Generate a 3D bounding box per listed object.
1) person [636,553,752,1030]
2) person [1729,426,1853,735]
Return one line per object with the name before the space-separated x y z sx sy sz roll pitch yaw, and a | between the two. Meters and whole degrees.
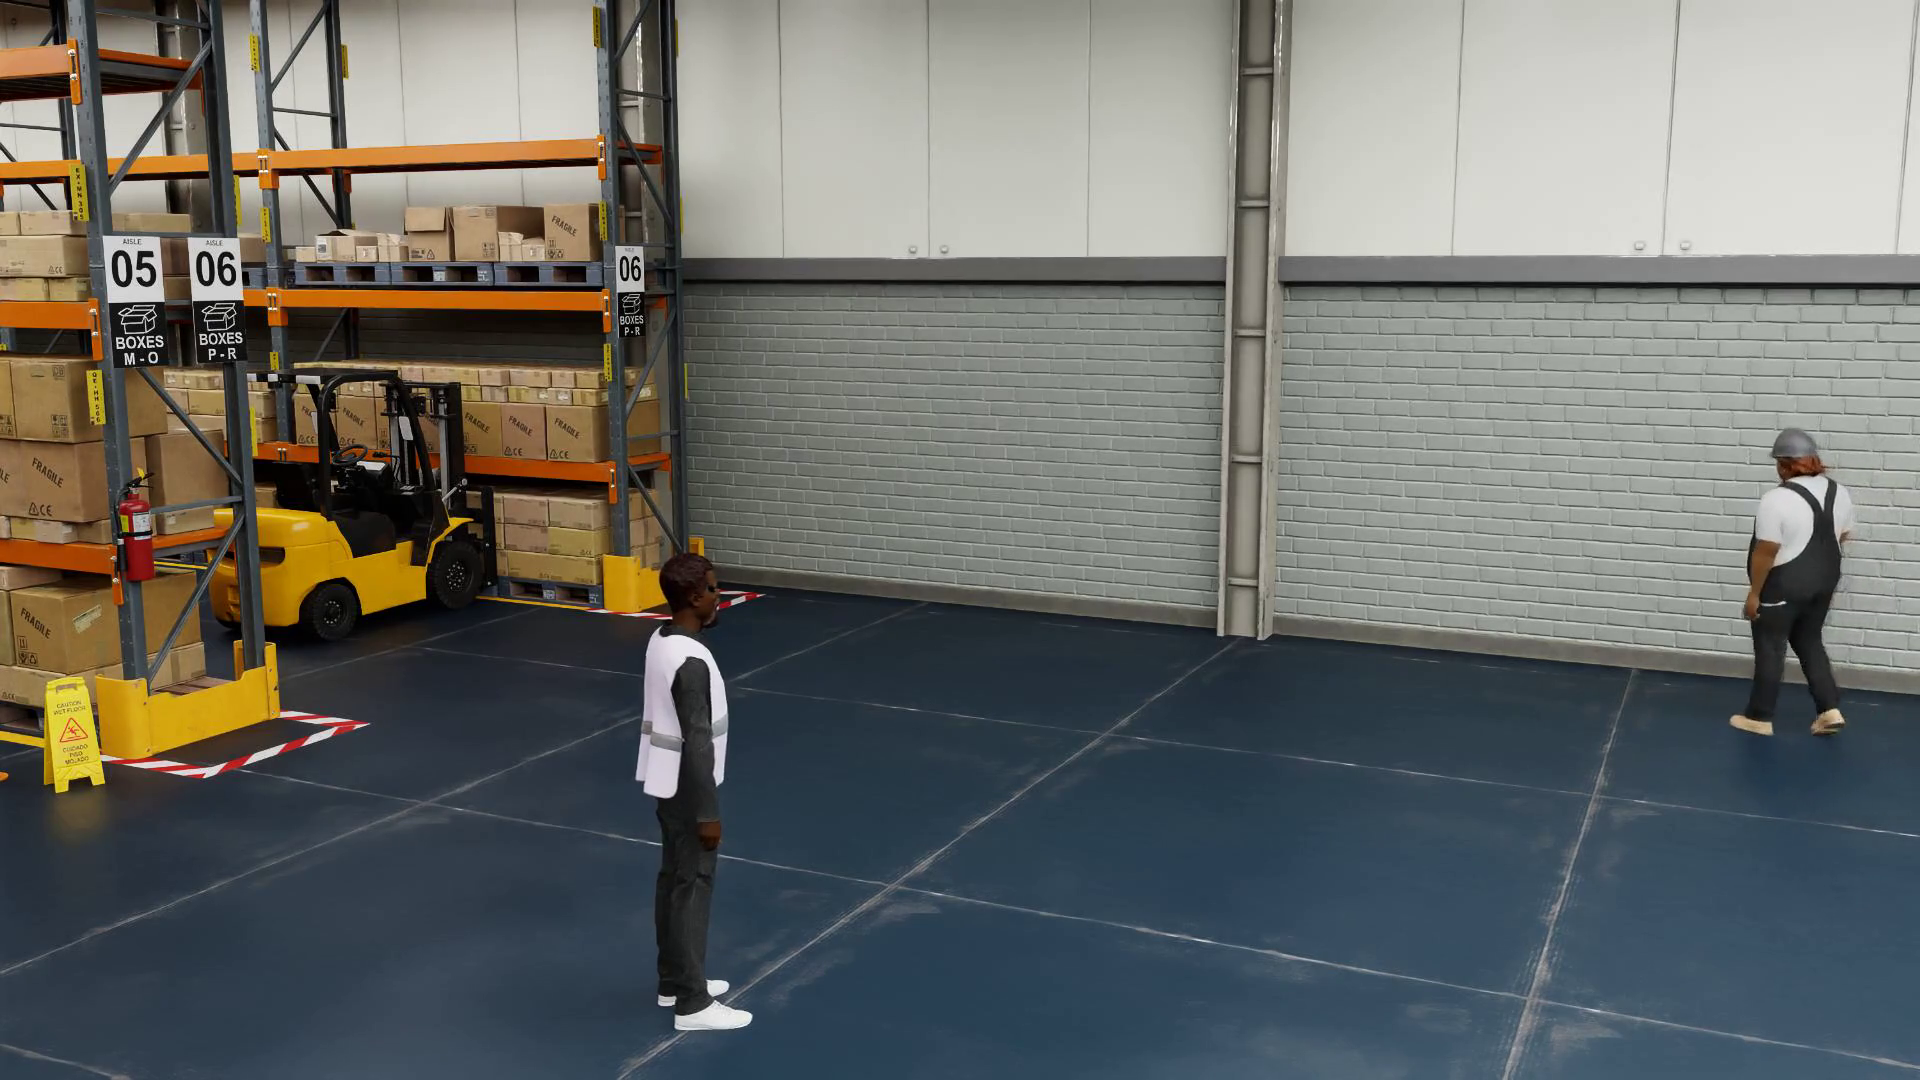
person | -1.090 1.000 6.663 0.384 1.921 0.595 -4 10 -22
person | 5.373 0.268 10.783 0.697 2.000 0.564 -3 10 -18
